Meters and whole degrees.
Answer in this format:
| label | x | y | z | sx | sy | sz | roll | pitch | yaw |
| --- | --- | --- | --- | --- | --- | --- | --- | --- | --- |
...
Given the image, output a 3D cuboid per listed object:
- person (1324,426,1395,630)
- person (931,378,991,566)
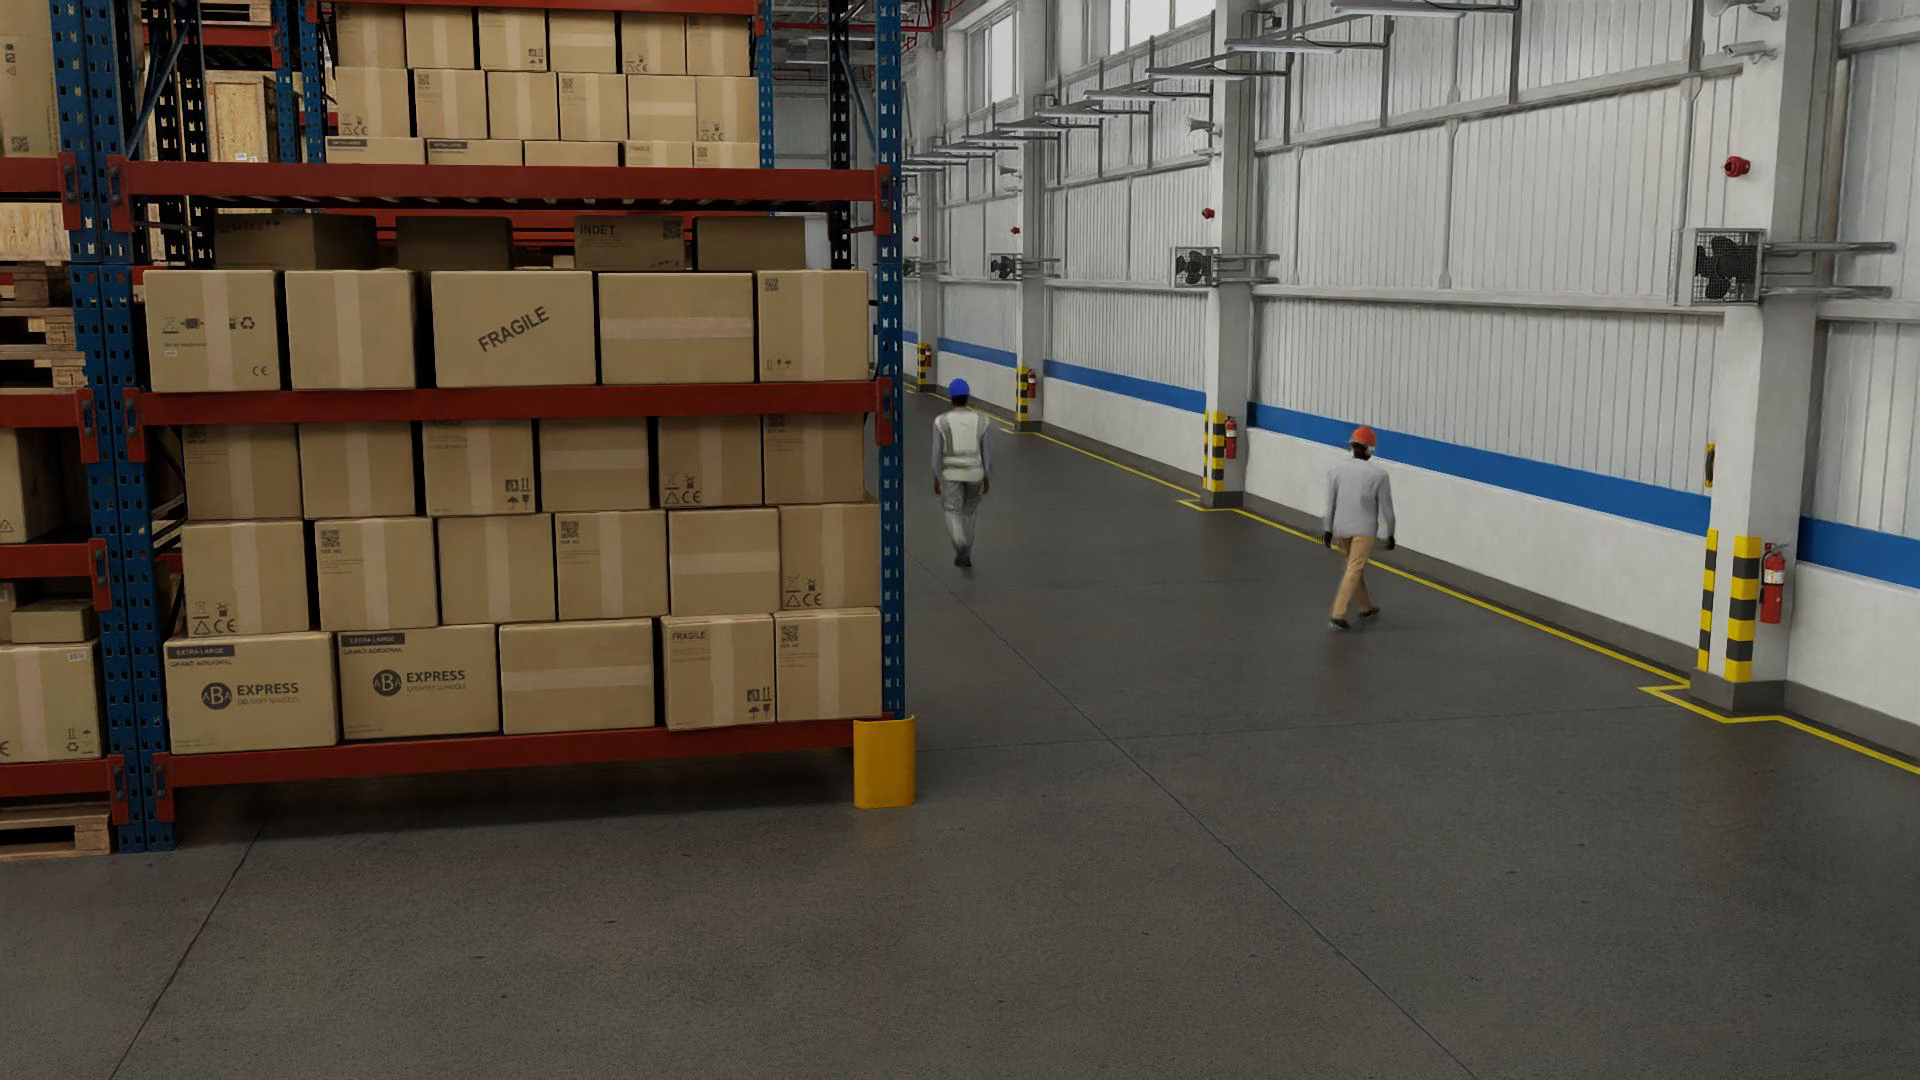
| label | x | y | z | sx | sy | sz | roll | pitch | yaw |
| --- | --- | --- | --- | --- | --- | --- | --- | --- | --- |
| person | 3.374 | -0.109 | 14.051 | 0.583 | 1.705 | 0.914 | 9 | 13 | 44 |
| person | 0.032 | -0.653 | 16.694 | 0.621 | 1.931 | 0.658 | -2 | 10 | -13 |
